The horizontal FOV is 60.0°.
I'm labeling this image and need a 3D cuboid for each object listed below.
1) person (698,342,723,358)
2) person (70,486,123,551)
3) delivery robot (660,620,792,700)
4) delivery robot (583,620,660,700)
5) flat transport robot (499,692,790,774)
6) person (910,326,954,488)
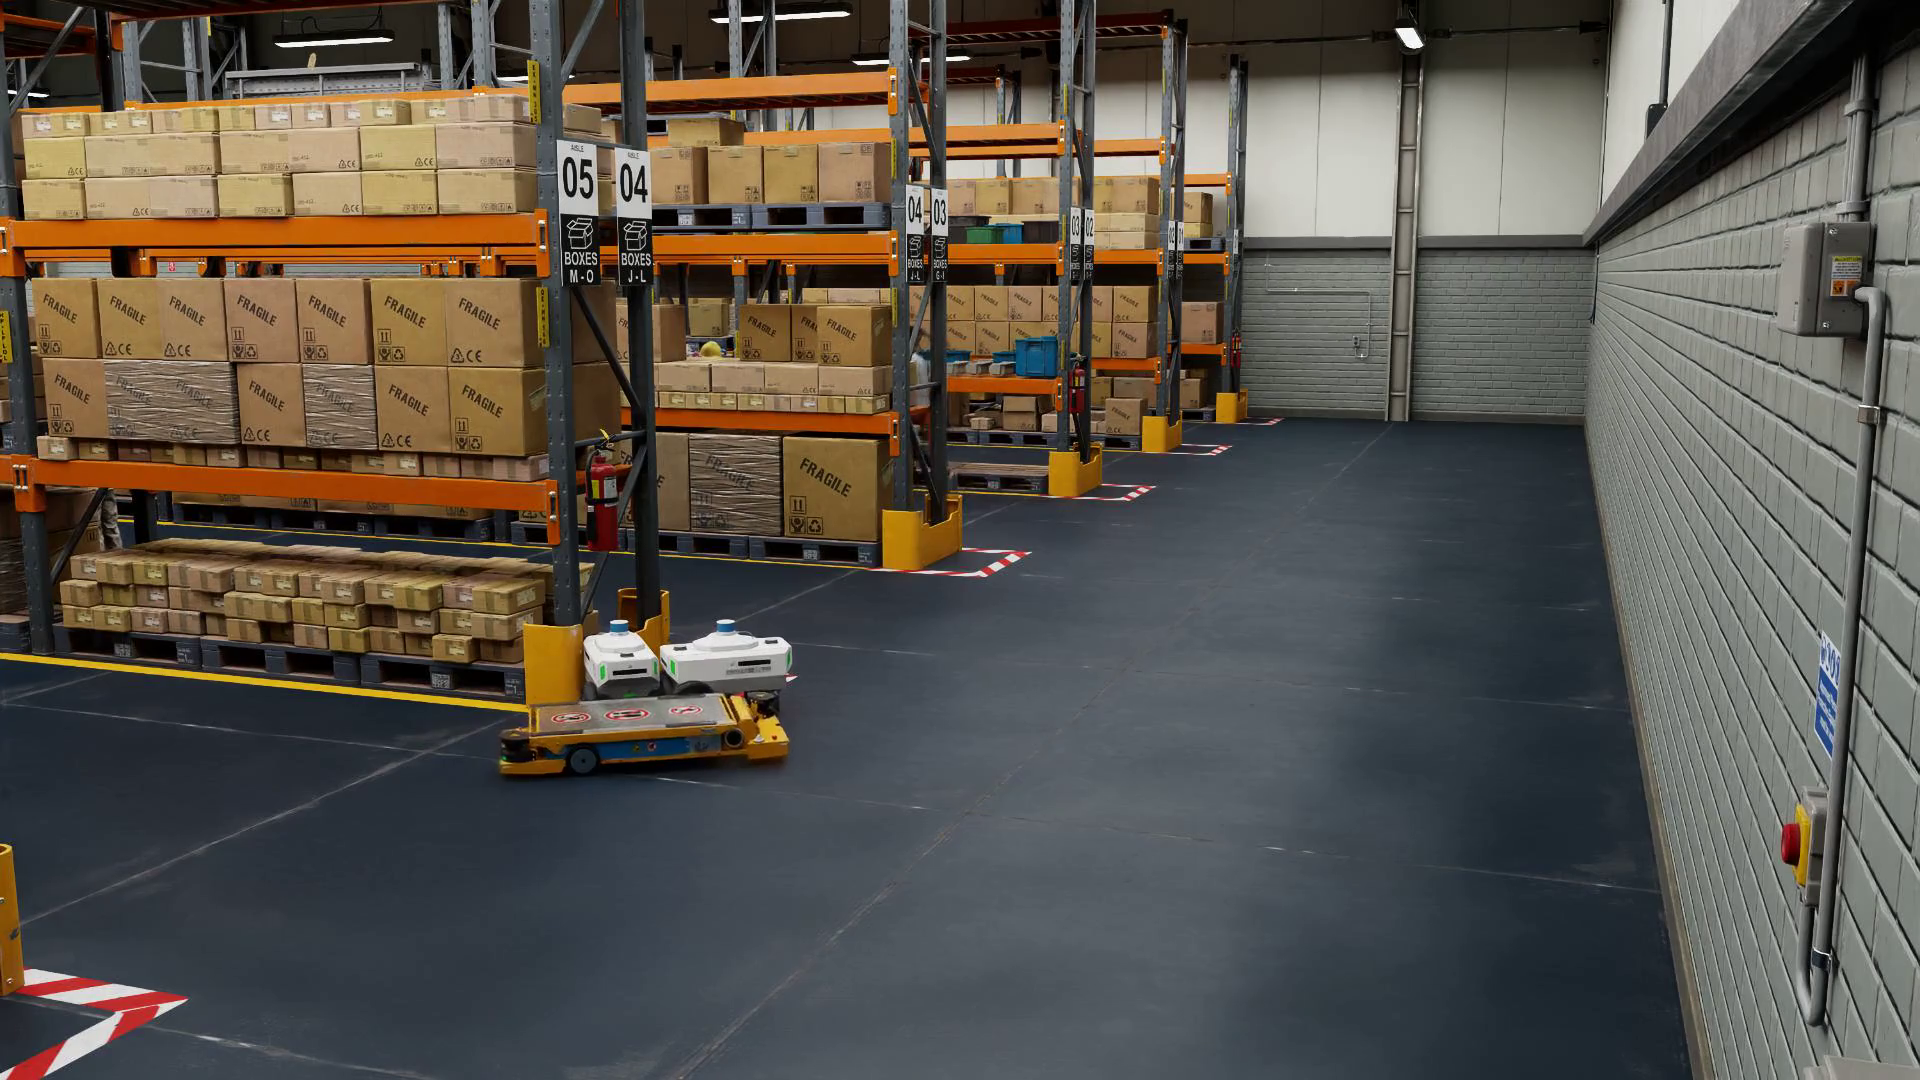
[{"bbox_3d":[-2.520,-1.087,16.784,0.404,1.823,0.591,5,11,30],"label":"person"},{"bbox_3d":[-6.783,-0.387,13.018,0.317,1.629,0.508,1,9,3],"label":"person"},{"bbox_3d":[-1.309,0.691,9.336,0.707,0.478,0.477,-3,10,-19],"label":"delivery robot"},{"bbox_3d":[-1.906,0.692,9.333,0.477,0.478,0.707,-3,10,-20],"label":"delivery robot"},{"bbox_3d":[-1.645,0.991,8.643,1.431,0.197,0.652,-2,9,-14],"label":"flat transport robot"},{"bbox_3d":[-0.453,-1.407,18.403,0.762,1.941,0.629,3,9,15],"label":"person"}]
